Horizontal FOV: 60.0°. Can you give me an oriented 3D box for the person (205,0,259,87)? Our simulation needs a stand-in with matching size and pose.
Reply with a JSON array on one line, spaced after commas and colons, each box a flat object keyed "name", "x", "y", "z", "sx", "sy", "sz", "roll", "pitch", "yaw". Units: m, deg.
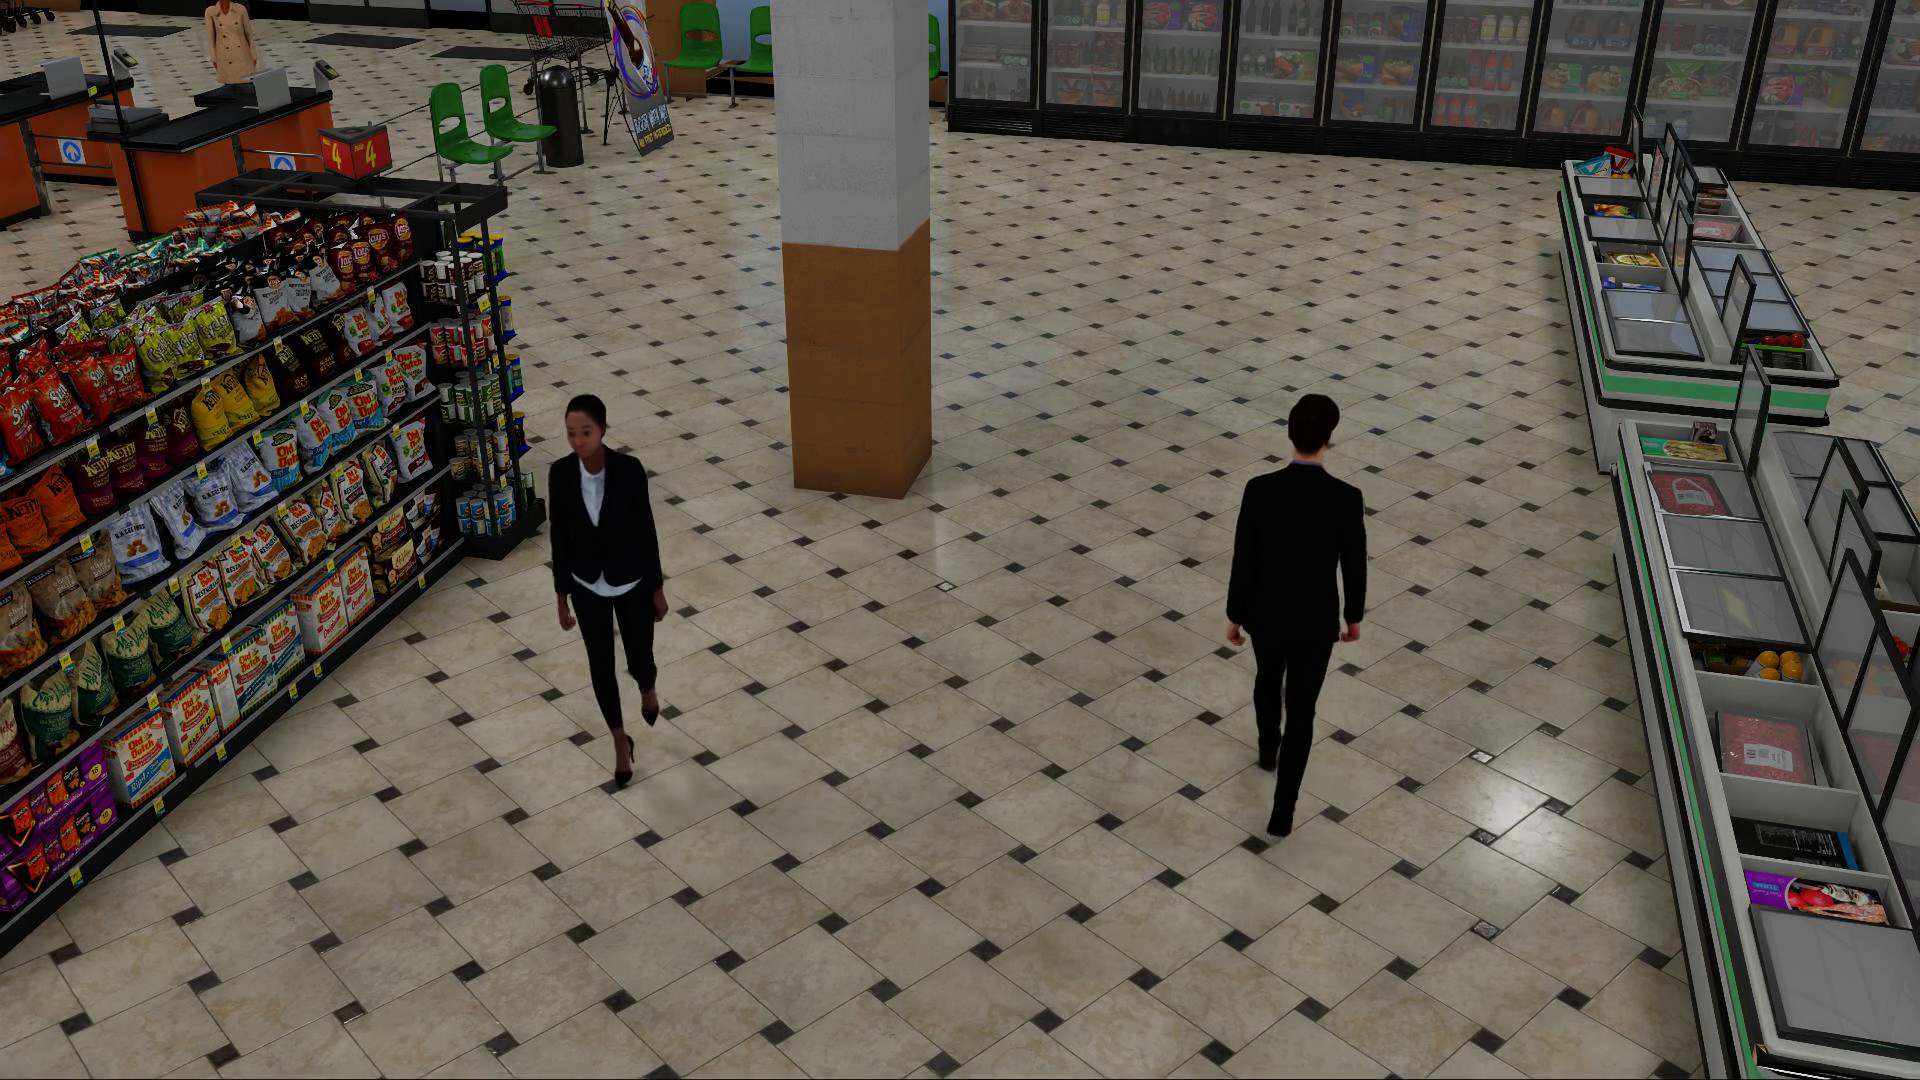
[{"name": "person", "x": -7.869, "y": -5.223, "z": 18.036, "sx": 0.709, "sy": 1.682, "sz": 0.733, "roll": -10, "pitch": 29, "yaw": -19}]

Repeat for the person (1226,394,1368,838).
[{"name": "person", "x": 1.367, "y": 0.354, "z": 6.844, "sx": 0.710, "sy": 1.858, "sz": 1.192, "roll": 7, "pitch": 28, "yaw": 14}]

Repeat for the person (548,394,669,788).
[{"name": "person", "x": -1.476, "y": 0.204, "z": 7.179, "sx": 0.717, "sy": 1.823, "sz": 0.812, "roll": 1, "pitch": 27, "yaw": 2}]
